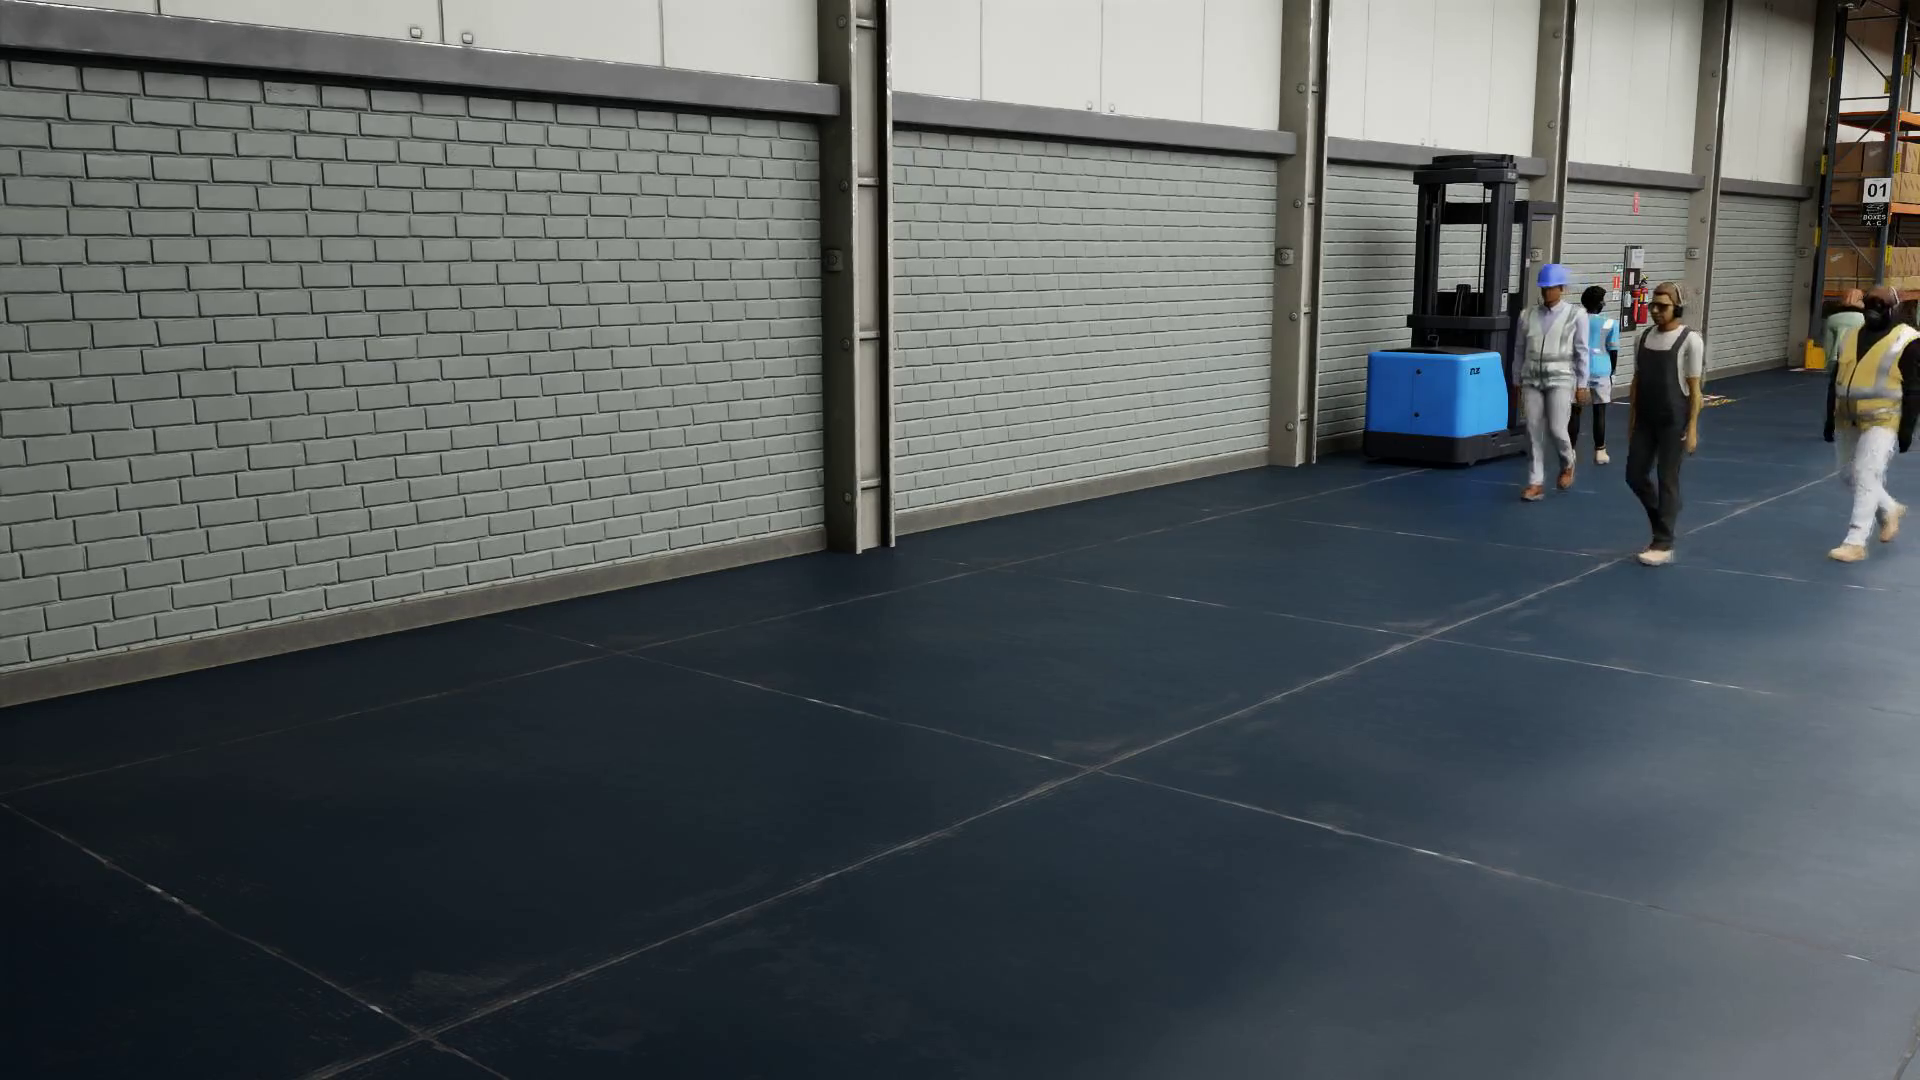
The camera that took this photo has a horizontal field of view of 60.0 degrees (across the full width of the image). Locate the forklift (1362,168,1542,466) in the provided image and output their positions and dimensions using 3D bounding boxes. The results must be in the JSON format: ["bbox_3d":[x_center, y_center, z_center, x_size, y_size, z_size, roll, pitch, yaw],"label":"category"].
[{"bbox_3d":[4.875,-2.212,16.287,1.129,2.768,1.873,8,13,40],"label":"forklift"}]

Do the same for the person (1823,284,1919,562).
[{"bbox_3d":[6.125,-0.793,11.096,0.752,1.823,0.623,-4,11,-21],"label":"person"}]

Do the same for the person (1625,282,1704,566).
[{"bbox_3d":[4.649,-0.767,10.910,0.530,1.833,0.524,-6,12,-32],"label":"person"}]

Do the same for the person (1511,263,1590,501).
[{"bbox_3d":[4.848,-1.295,13.647,0.632,1.930,0.546,9,13,42],"label":"person"}]

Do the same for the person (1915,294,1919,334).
[{"bbox_3d":[15.727,-3.474,26.913,0.509,1.630,0.314,2,10,9],"label":"person"}]

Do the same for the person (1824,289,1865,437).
[{"bbox_3d":[9.692,-1.919,18.099,0.642,1.609,0.542,-8,13,-37],"label":"person"}]

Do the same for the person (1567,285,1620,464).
[{"bbox_3d":[6.038,-1.586,15.962,0.534,1.698,0.322,6,12,33],"label":"person"}]
